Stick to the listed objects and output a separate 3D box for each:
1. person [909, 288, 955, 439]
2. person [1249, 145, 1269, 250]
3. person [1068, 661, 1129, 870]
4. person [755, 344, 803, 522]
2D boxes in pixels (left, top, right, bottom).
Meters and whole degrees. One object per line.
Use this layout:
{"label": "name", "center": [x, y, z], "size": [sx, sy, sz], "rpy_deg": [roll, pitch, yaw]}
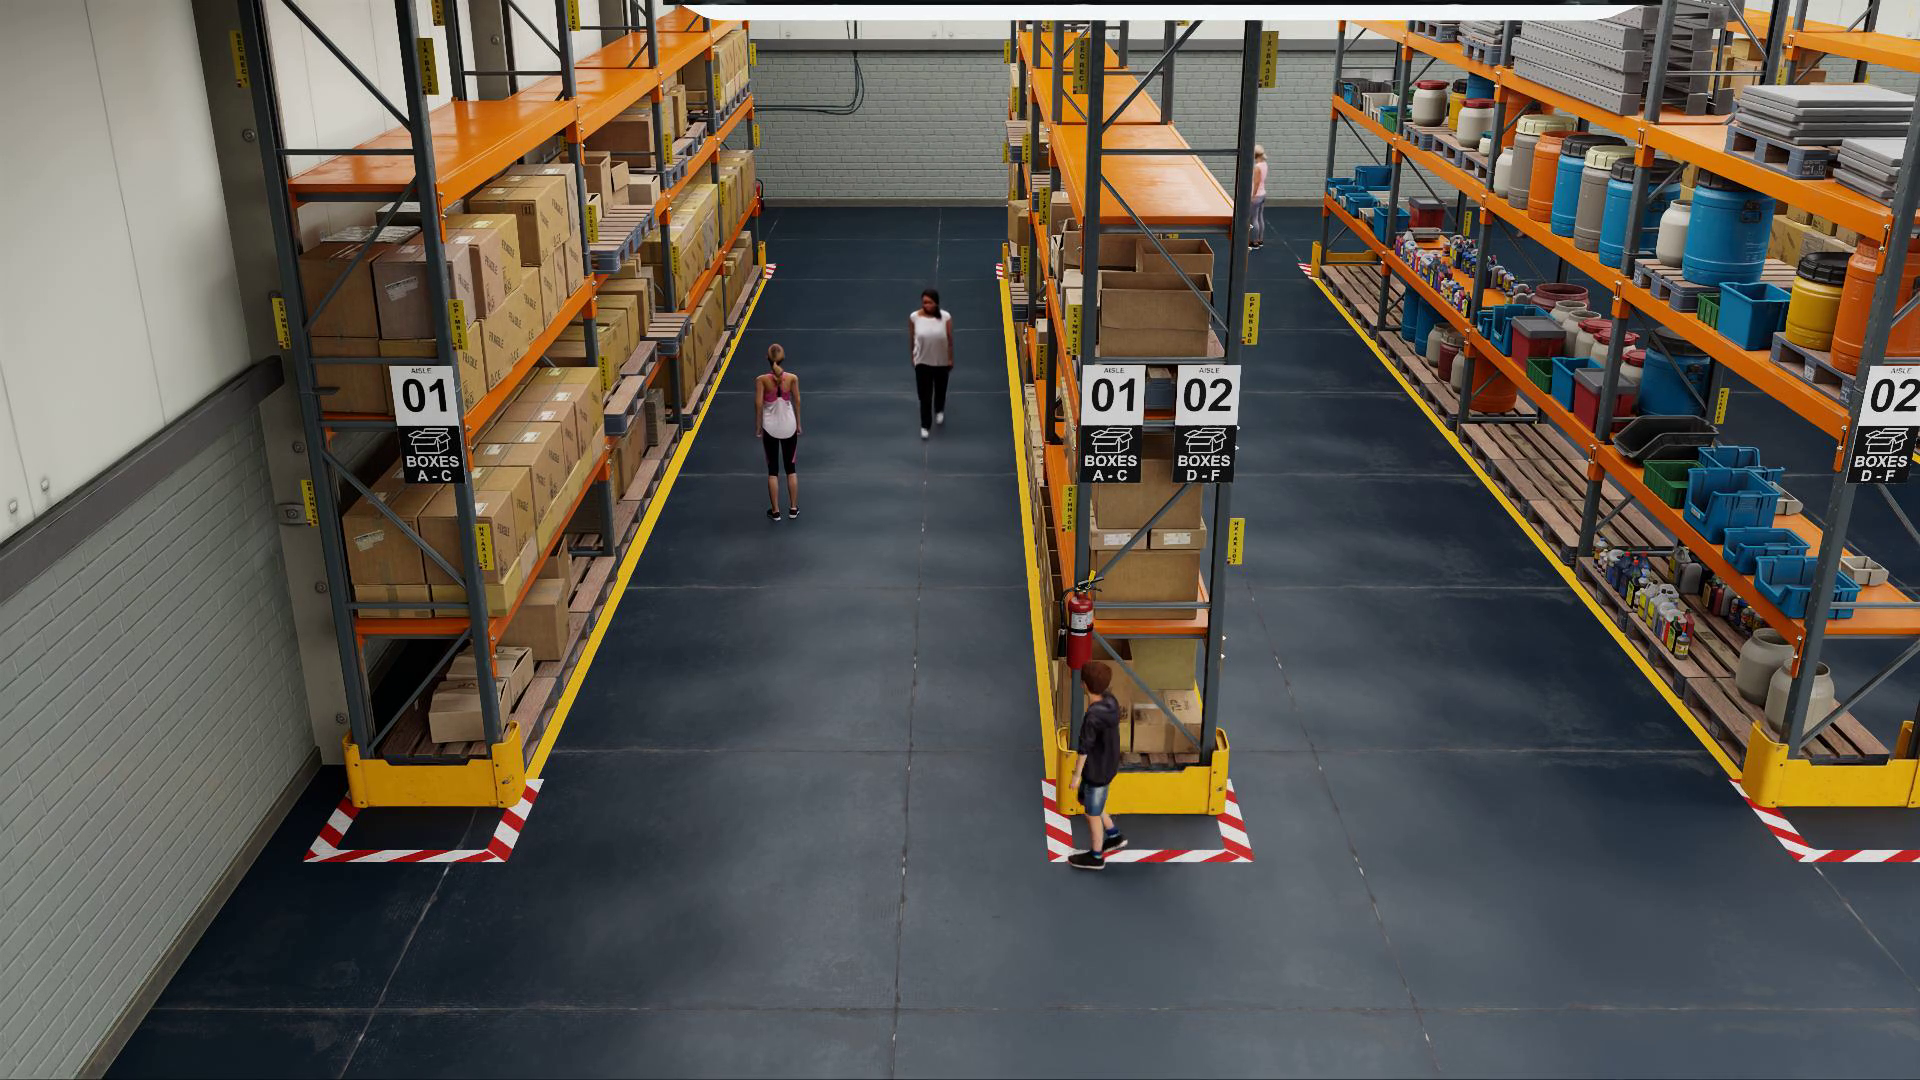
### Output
{"label": "person", "center": [-0.297, -2.063, 19.052], "size": [0.661, 1.654, 1.065], "rpy_deg": [0, 22, 0]}
{"label": "person", "center": [5.044, -5.803, 28.109], "size": [0.709, 1.721, 0.619], "rpy_deg": [15, 26, 32]}
{"label": "person", "center": [0.944, 1.469, 10.701], "size": [0.693, 1.439, 0.617], "rpy_deg": [5, 23, 13]}
{"label": "person", "center": [-1.789, -1.070, 16.448], "size": [0.667, 1.787, 0.614], "rpy_deg": [-6, 23, -15]}
